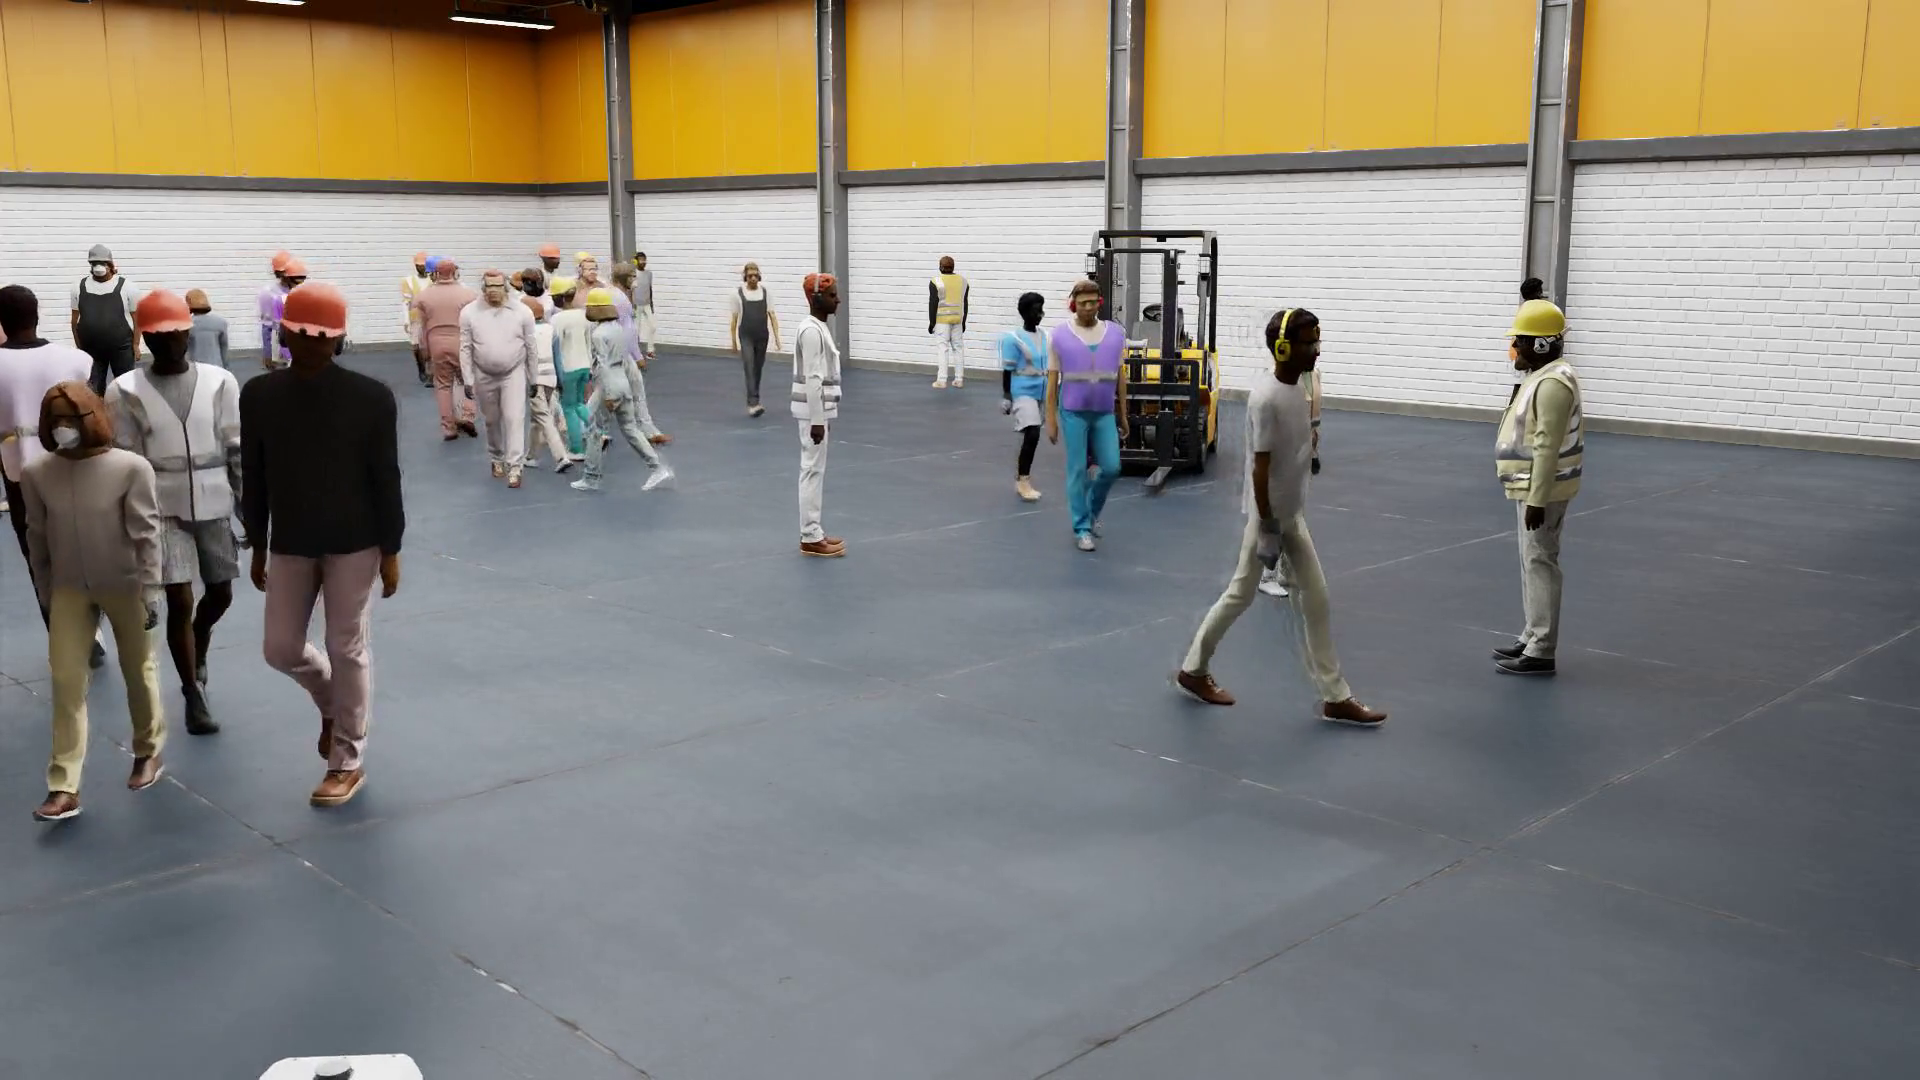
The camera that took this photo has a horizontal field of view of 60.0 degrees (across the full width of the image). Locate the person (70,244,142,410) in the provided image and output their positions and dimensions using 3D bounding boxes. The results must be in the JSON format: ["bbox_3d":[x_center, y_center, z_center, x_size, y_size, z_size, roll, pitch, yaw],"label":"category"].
[{"bbox_3d":[-8.922,-2.063,17.391,0.682,2.000,0.537,-3,11,-15],"label":"person"}]

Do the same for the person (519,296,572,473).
[{"bbox_3d":[-3.783,-1.404,15.028,0.862,1.594,0.515,7,13,35],"label":"person"}]

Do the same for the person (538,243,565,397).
[{"bbox_3d":[-5.373,-2.889,21.929,0.438,2.025,0.627,4,11,20],"label":"person"}]

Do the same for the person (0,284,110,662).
[{"bbox_3d":[-4.501,-0.296,8.154,0.600,1.895,0.446,-10,14,-42],"label":"person"}]

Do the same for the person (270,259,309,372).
[{"bbox_3d":[-6.711,-1.913,16.997,0.977,1.896,0.557,7,13,35],"label":"person"}]

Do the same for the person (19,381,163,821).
[{"bbox_3d":[-3.205,0.219,6.147,0.518,1.592,0.812,-1,10,-7],"label":"person"}]

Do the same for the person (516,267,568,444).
[{"bbox_3d":[-4.282,-1.916,17.223,0.667,1.813,0.681,5,12,26],"label":"person"}]

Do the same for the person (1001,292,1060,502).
[{"bbox_3d":[0.609,-1.139,13.352,0.525,1.682,0.539,9,14,41],"label":"person"}]

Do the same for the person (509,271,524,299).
[{"bbox_3d":[-6.125,-2.923,23.193,0.278,1.633,0.498,-4,11,-21],"label":"person"}]

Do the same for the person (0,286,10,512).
[{"bbox_3d":[-7.398,-1.100,12.893,0.311,1.768,0.524,1,10,3],"label":"person"}]

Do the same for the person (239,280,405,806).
[{"bbox_3d":[-2.404,0.000,6.331,0.625,1.972,0.534,1,10,3],"label":"person"}]

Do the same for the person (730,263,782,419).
[{"bbox_3d":[-2.389,-2.334,19.524,0.537,1.793,0.950,-5,11,-24],"label":"person"}]

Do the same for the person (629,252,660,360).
[{"bbox_3d":[-5.415,-4.000,28.489,0.551,1.843,0.711,-10,14,-42],"label":"person"}]

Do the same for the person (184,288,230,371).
[{"bbox_3d":[-7.368,-1.648,16.265,0.504,1.617,0.543,-8,13,-35],"label":"person"}]

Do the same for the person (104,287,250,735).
[{"bbox_3d":[-3.427,-0.153,7.311,0.545,1.918,0.775,-8,13,-37],"label":"person"}]

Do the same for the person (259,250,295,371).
[{"bbox_3d":[-6.958,-2.002,17.253,1.040,1.996,0.636,7,12,32],"label":"person"}]

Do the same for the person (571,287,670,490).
[{"bbox_3d":[-2.860,-1.252,13.888,0.817,1.707,0.484,3,11,18],"label":"person"}]

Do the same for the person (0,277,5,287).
[{"bbox_3d":[-9.618,-1.772,16.445,0.584,1.811,0.614,1,10,4],"label":"person"}]

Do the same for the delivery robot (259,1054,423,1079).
[{"bbox_3d":[-1.264,1.242,3.167,0.477,0.478,0.707,-1,10,-4],"label":"delivery robot"}]

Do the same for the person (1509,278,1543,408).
[{"bbox_3d":[5.962,-1.915,17.563,0.320,1.690,0.532,4,11,19],"label":"person"}]

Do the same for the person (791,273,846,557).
[{"bbox_3d":[-0.950,-0.835,11.129,0.358,1.882,0.574,0,10,-3],"label":"person"}]

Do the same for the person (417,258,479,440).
[{"bbox_3d":[-5.303,-1.982,17.364,0.641,1.890,0.423,-1,10,-4],"label":"person"}]

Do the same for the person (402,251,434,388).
[{"bbox_3d":[-7.600,-3.129,23.559,0.554,1.921,0.784,-3,11,-17],"label":"person"}]

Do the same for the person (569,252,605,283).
[{"bbox_3d":[-4.685,-2.636,20.825,0.594,1.925,0.369,-4,11,-20],"label":"person"}]

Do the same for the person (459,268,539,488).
[{"bbox_3d":[-3.973,-1.413,14.378,0.644,1.875,0.956,-1,10,-8],"label":"person"}]

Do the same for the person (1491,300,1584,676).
[{"bbox_3d":[2.816,-0.254,8.131,0.403,1.824,0.593,3,11,14],"label":"person"}]

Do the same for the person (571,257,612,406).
[{"bbox_3d":[-4.142,-2.246,18.830,0.648,1.886,0.592,-8,13,-38],"label":"person"}]

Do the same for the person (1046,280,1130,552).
[{"bbox_3d":[0.864,-0.846,11.314,0.604,1.830,0.431,-3,11,-14],"label":"person"}]

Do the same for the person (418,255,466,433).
[{"bbox_3d":[-5.646,-2.129,18.097,0.805,1.910,0.630,8,13,37],"label":"person"}]

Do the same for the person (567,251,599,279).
[{"bbox_3d":[-5.223,-3.034,23.081,0.565,1.899,0.883,-3,11,-16],"label":"person"}]

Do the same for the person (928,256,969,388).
[{"bbox_3d":[-0.180,-3.056,23.354,0.624,1.845,0.430,-6,12,-29],"label":"person"}]

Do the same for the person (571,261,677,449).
[{"bbox_3d":[-3.424,-1.830,16.582,1.047,1.885,0.631,-2,11,-12],"label":"person"}]

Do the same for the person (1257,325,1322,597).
[{"bbox_3d":[1.973,-0.489,9.912,0.310,1.636,0.523,10,14,43],"label":"person"}]

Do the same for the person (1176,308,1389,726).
[{"bbox_3d":[1.400,-0.108,7.336,1.003,1.824,0.535,8,13,36],"label":"person"}]

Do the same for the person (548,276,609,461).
[{"bbox_3d":[-3.636,-1.596,15.633,0.420,1.747,0.528,5,11,24],"label":"person"}]

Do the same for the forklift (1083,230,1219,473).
[{"bbox_3d":[1.804,-1.825,15.677,1.214,2.155,2.313,2,11,13],"label":"forklift"}]
